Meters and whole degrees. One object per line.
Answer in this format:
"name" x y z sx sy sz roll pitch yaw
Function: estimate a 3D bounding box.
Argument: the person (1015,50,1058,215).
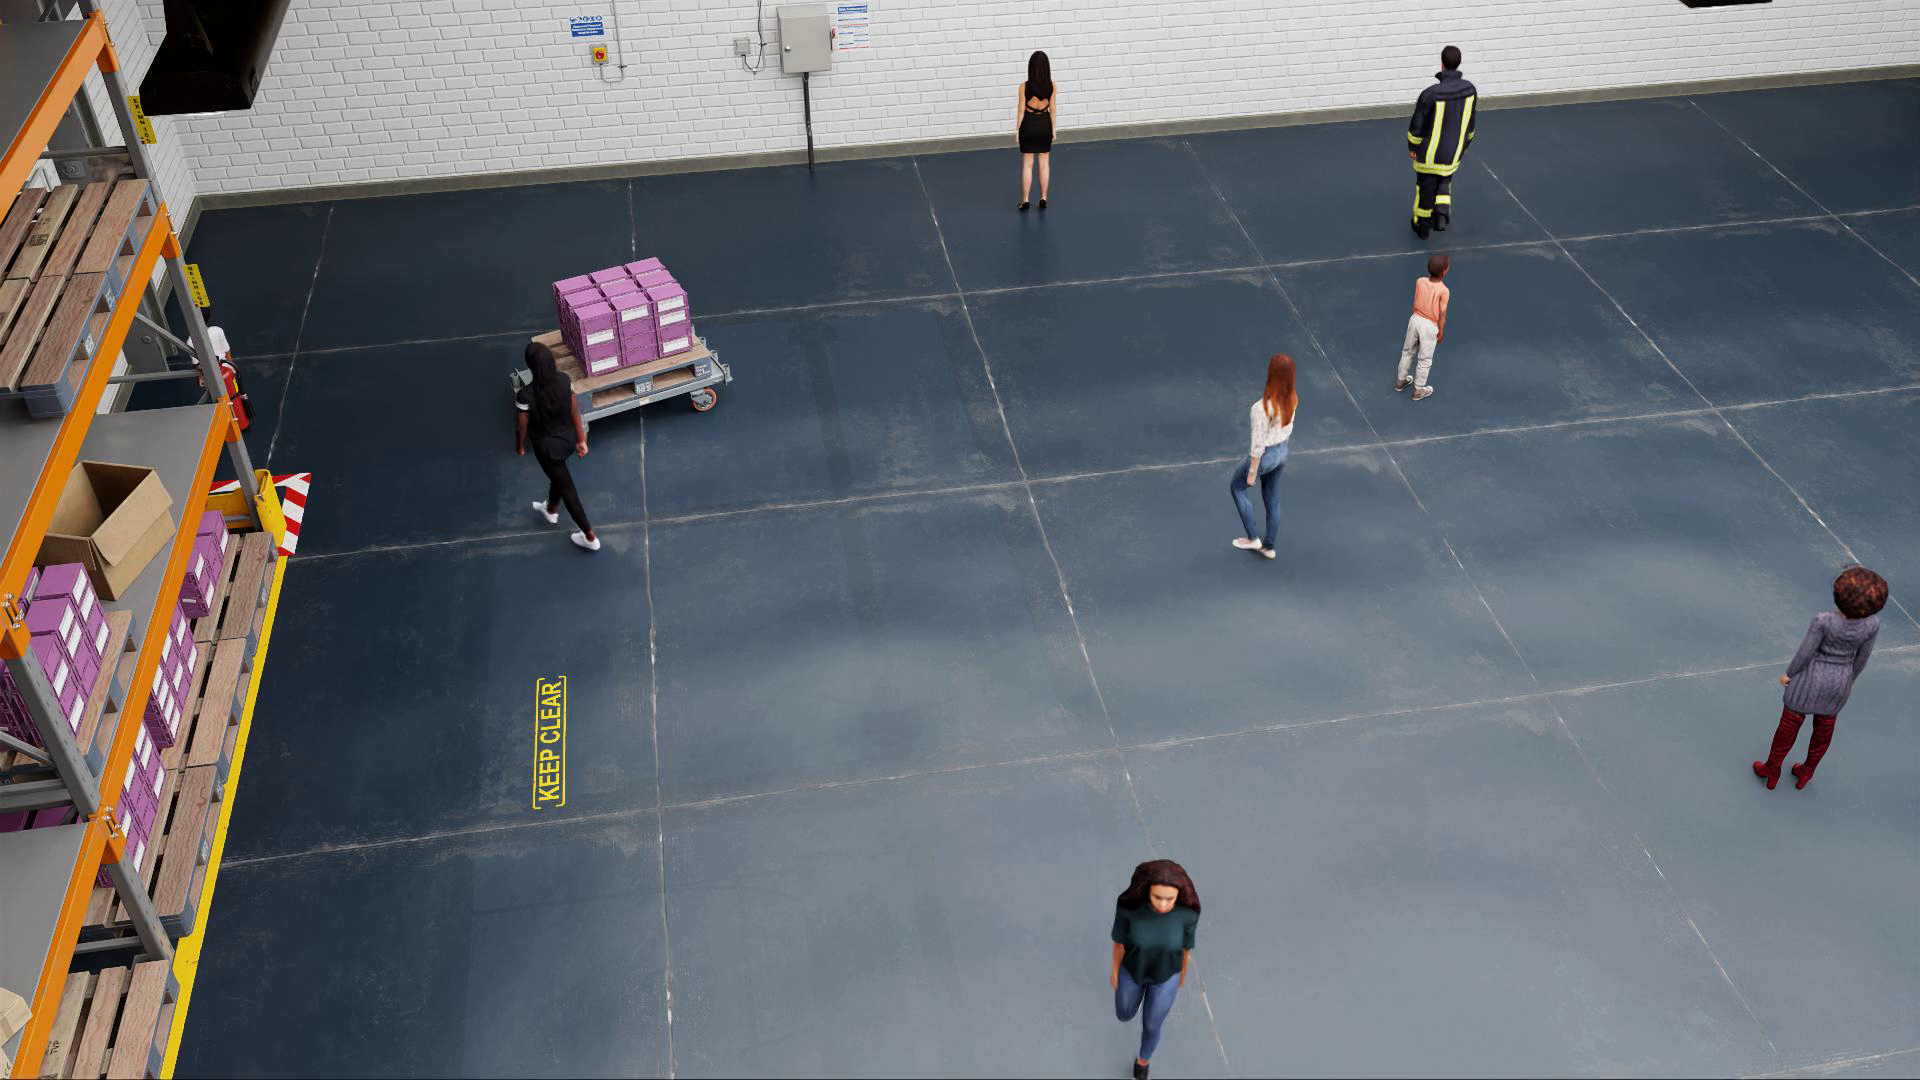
"person" 0.753 -4.007 16.387 0.543 1.646 0.470 -6 39 -8

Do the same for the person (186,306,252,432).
"person" -6.007 -1.383 13.410 0.634 1.262 0.580 28 47 31

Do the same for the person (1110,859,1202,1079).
"person" 0.988 2.183 8.667 0.752 1.607 0.930 5 39 6

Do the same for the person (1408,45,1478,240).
"person" 4.605 -3.724 15.818 0.800 1.915 0.731 -7 39 -9

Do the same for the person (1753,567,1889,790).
"person" 5.301 0.872 10.227 0.645 1.710 0.614 5 39 6

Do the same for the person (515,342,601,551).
"person" -2.891 -0.632 12.115 1.058 1.705 0.979 26 45 29

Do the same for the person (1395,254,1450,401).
"person" 3.877 -1.790 13.882 0.599 1.307 0.511 -27 46 -30

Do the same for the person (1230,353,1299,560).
"person" 2.280 -0.556 12.010 0.719 1.716 0.758 -27 46 -30
